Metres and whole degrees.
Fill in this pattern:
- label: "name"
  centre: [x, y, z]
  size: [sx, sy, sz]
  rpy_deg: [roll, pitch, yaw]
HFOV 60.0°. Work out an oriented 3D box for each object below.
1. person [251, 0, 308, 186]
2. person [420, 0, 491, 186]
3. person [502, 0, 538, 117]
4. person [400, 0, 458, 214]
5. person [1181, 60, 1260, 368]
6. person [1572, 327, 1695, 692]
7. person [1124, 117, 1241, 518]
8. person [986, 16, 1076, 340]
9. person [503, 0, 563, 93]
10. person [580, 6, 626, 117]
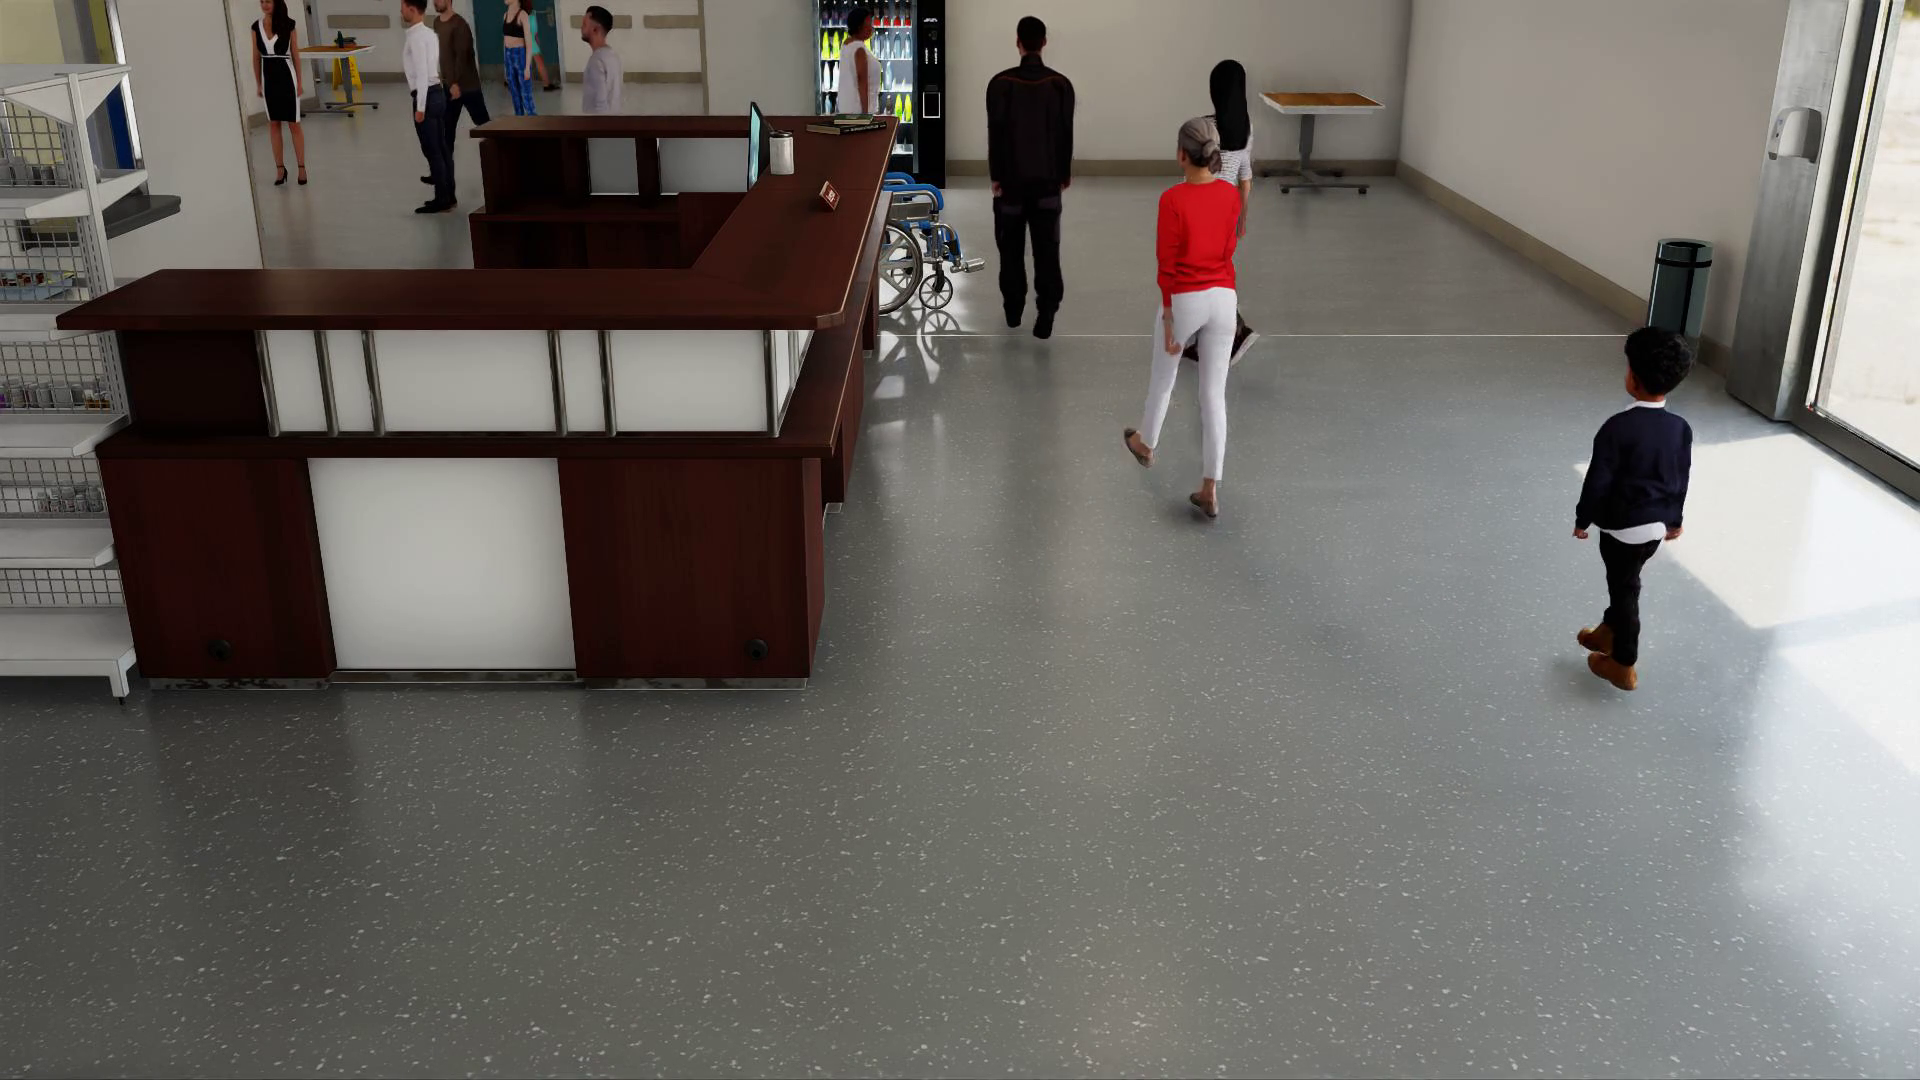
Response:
- label: "person"
  centre: [-6.483, -4.311, 15.861]
  size: [0.451, 1.795, 0.658]
  rpy_deg: [-2, 21, -6]
- label: "person"
  centre: [-4.629, -4.257, 15.670]
  size: [1.225, 1.830, 1.157]
  rpy_deg: [13, 24, 30]
- label: "person"
  centre: [-4.719, -5.038, 17.794]
  size: [0.680, 1.785, 0.747]
  rpy_deg: [16, 26, 36]
- label: "person"
  centre: [-4.601, -3.799, 14.406]
  size: [0.545, 1.869, 0.605]
  rpy_deg: [0, 21, 0]
- label: "person"
  centre: [1.462, -1.756, 9.228]
  size: [0.964, 1.716, 0.941]
  rpy_deg: [-11, 24, -28]
- label: "person"
  centre: [2.251, -0.078, 5.449]
  size: [0.623, 1.216, 0.668]
  rpy_deg: [-7, 22, -18]
- label: "person"
  centre: [1.048, -0.909, 7.085]
  size: [1.091, 1.650, 0.793]
  rpy_deg: [-5, 21, -13]
- label: "person"
  centre: [0.429, -2.139, 10.000]
  size: [1.093, 1.885, 0.755]
  rpy_deg: [0, 21, -1]
- label: "person"
  centre: [-6.247, -7.144, 23.730]
  size: [1.054, 1.520, 0.552]
  rpy_deg: [0, 21, 0]
- label: "person"
  centre: [-2.590, -3.038, 12.470]
  size: [1.125, 1.817, 0.766]
  rpy_deg: [2, 21, 5]
